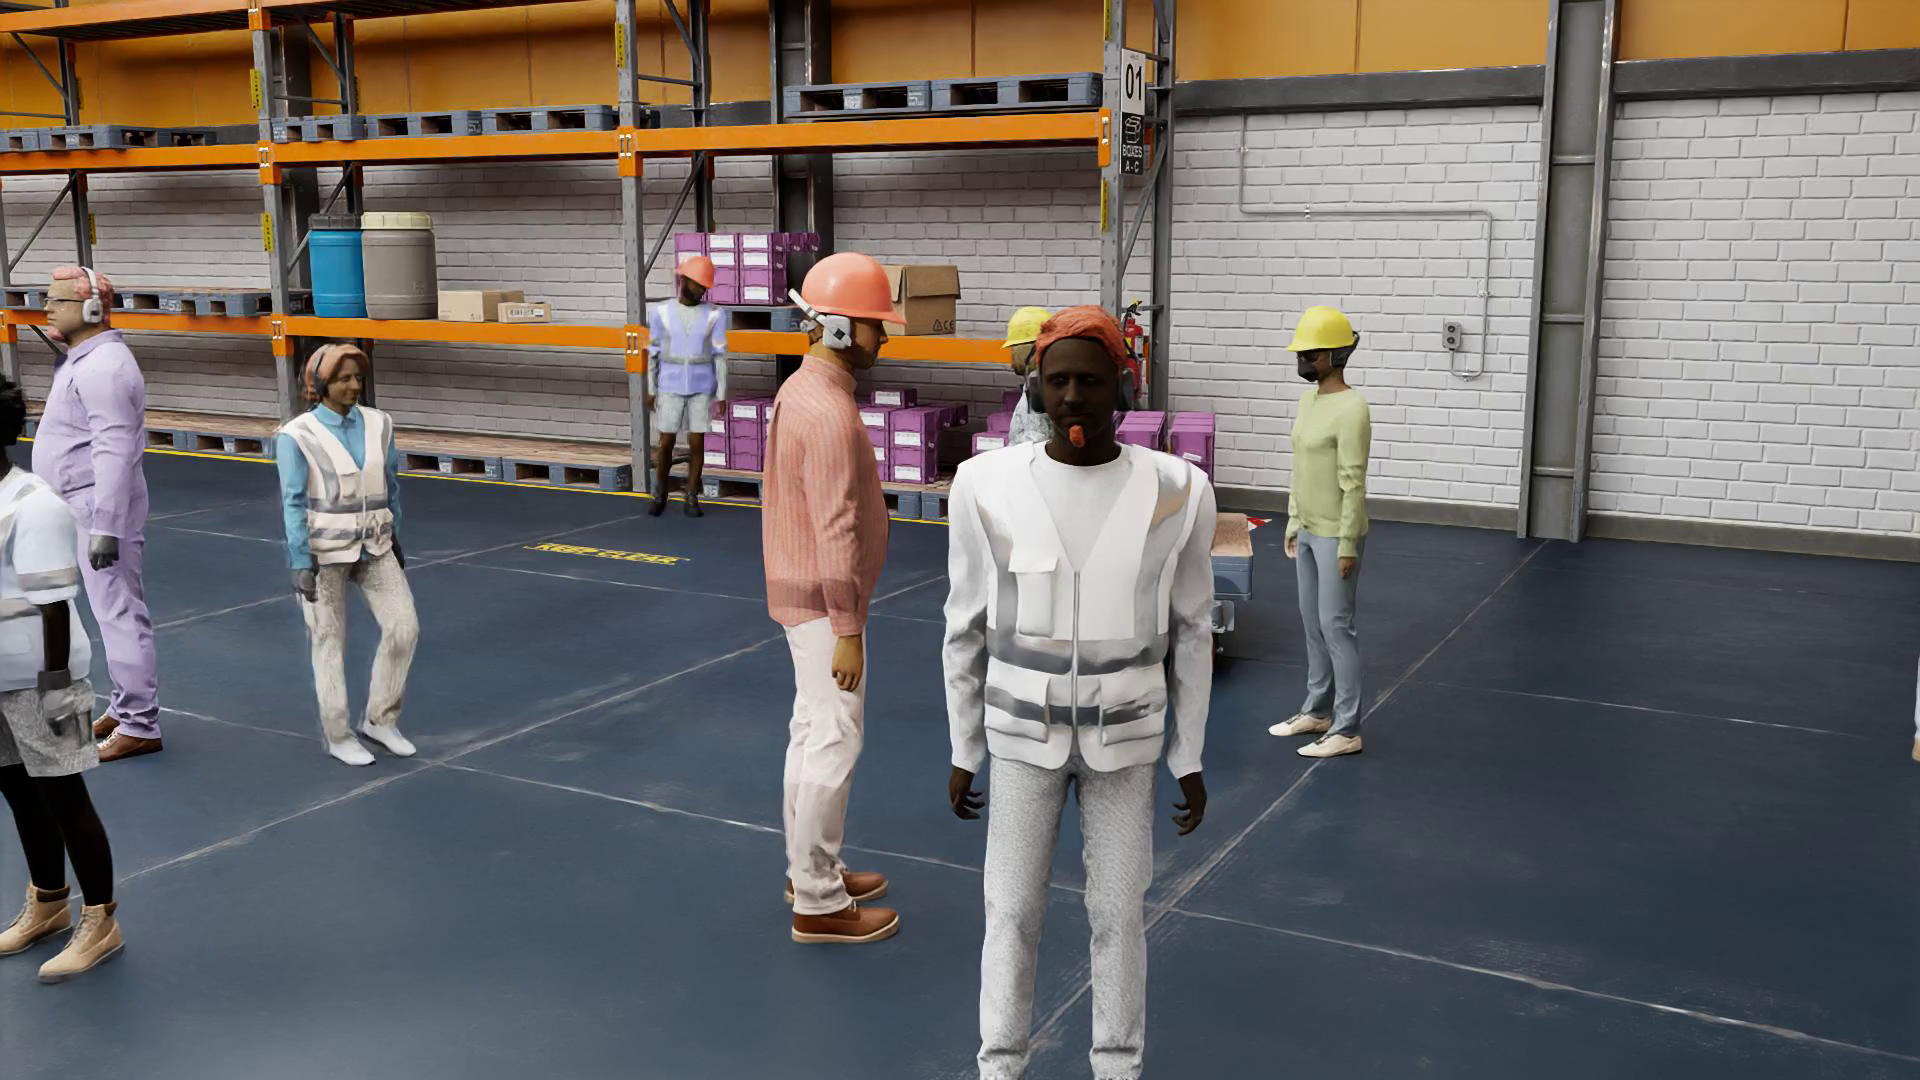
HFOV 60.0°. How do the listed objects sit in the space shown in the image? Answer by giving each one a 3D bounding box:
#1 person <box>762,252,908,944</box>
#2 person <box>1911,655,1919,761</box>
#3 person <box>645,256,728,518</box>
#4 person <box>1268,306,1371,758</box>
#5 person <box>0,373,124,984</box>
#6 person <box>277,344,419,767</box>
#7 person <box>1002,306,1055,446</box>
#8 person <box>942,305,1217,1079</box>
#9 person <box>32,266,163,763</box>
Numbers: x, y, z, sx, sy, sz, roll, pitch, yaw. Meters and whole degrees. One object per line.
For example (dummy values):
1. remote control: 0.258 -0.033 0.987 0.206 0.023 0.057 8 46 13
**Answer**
1. person: -0.355 0.177 4.776 0.410 1.982 0.626 -2 11 -13
2. person: 3.928 -0.025 6.265 0.631 1.842 0.429 0 10 -2
3. person: -1.945 -1.083 11.918 0.576 1.889 0.506 -1 10 -8
4. person: 1.415 -0.029 6.517 0.338 1.760 0.531 -2 10 -10
5. person: -2.574 0.366 4.541 0.539 1.693 0.322 6 12 31
6. person: -2.288 0.073 6.294 0.460 1.621 0.542 7 13 34
7. person: 0.323 -0.107 6.997 0.305 1.737 0.484 3 11 18
8. person: 0.249 0.445 3.565 0.575 1.882 0.360 1 10 5
9. person: -3.364 -0.101 6.481 0.410 1.913 0.651 -6 12 -29
